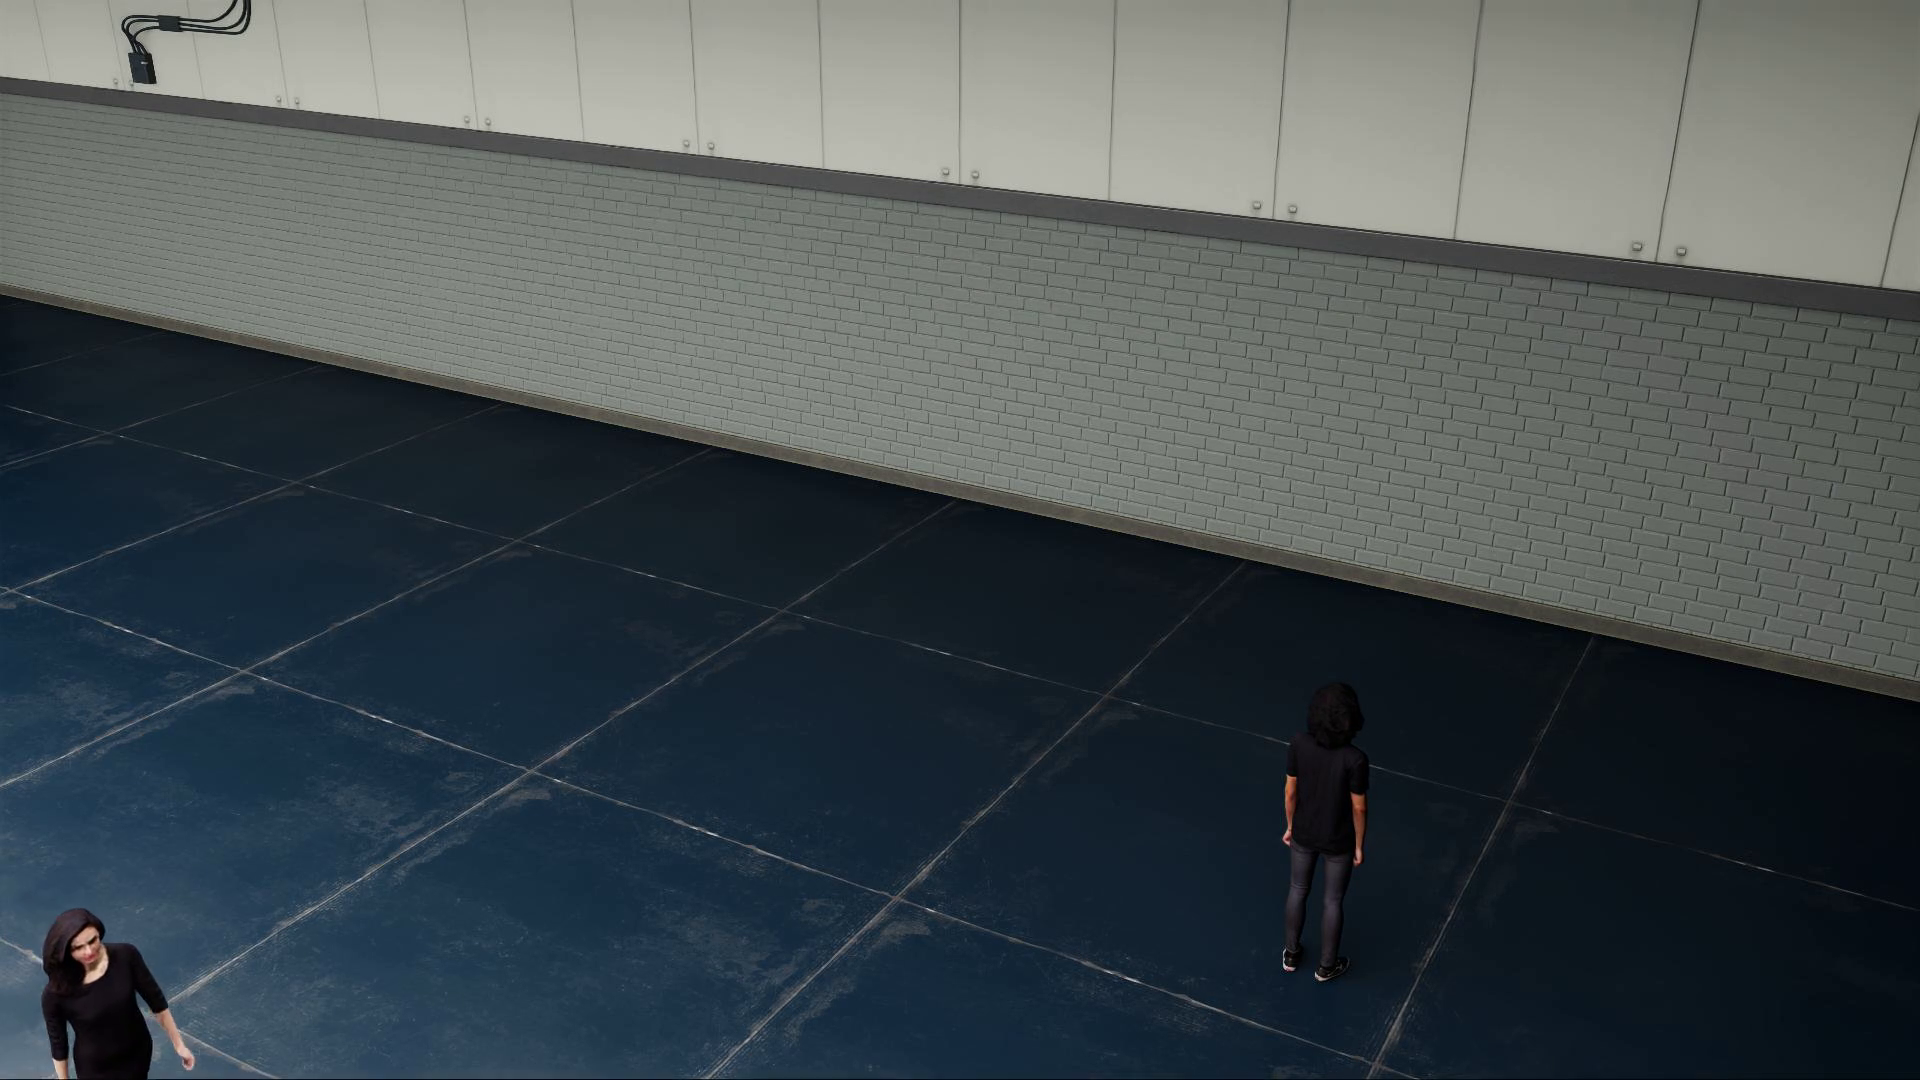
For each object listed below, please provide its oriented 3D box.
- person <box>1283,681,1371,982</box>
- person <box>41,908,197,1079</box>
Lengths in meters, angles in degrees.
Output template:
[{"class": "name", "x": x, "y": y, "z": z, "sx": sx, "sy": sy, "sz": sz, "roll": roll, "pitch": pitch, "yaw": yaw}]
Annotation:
[{"class": "person", "x": 2.009, "y": 1.612, "z": 9.220, "sx": 0.634, "sy": 1.836, "sz": 0.530, "roll": 14, "pitch": 27, "yaw": 30}, {"class": "person", "x": -3.861, "y": 2.382, "z": 7.531, "sx": 0.680, "sy": 1.741, "sz": 1.069, "roll": 13, "pitch": 26, "yaw": 28}]
